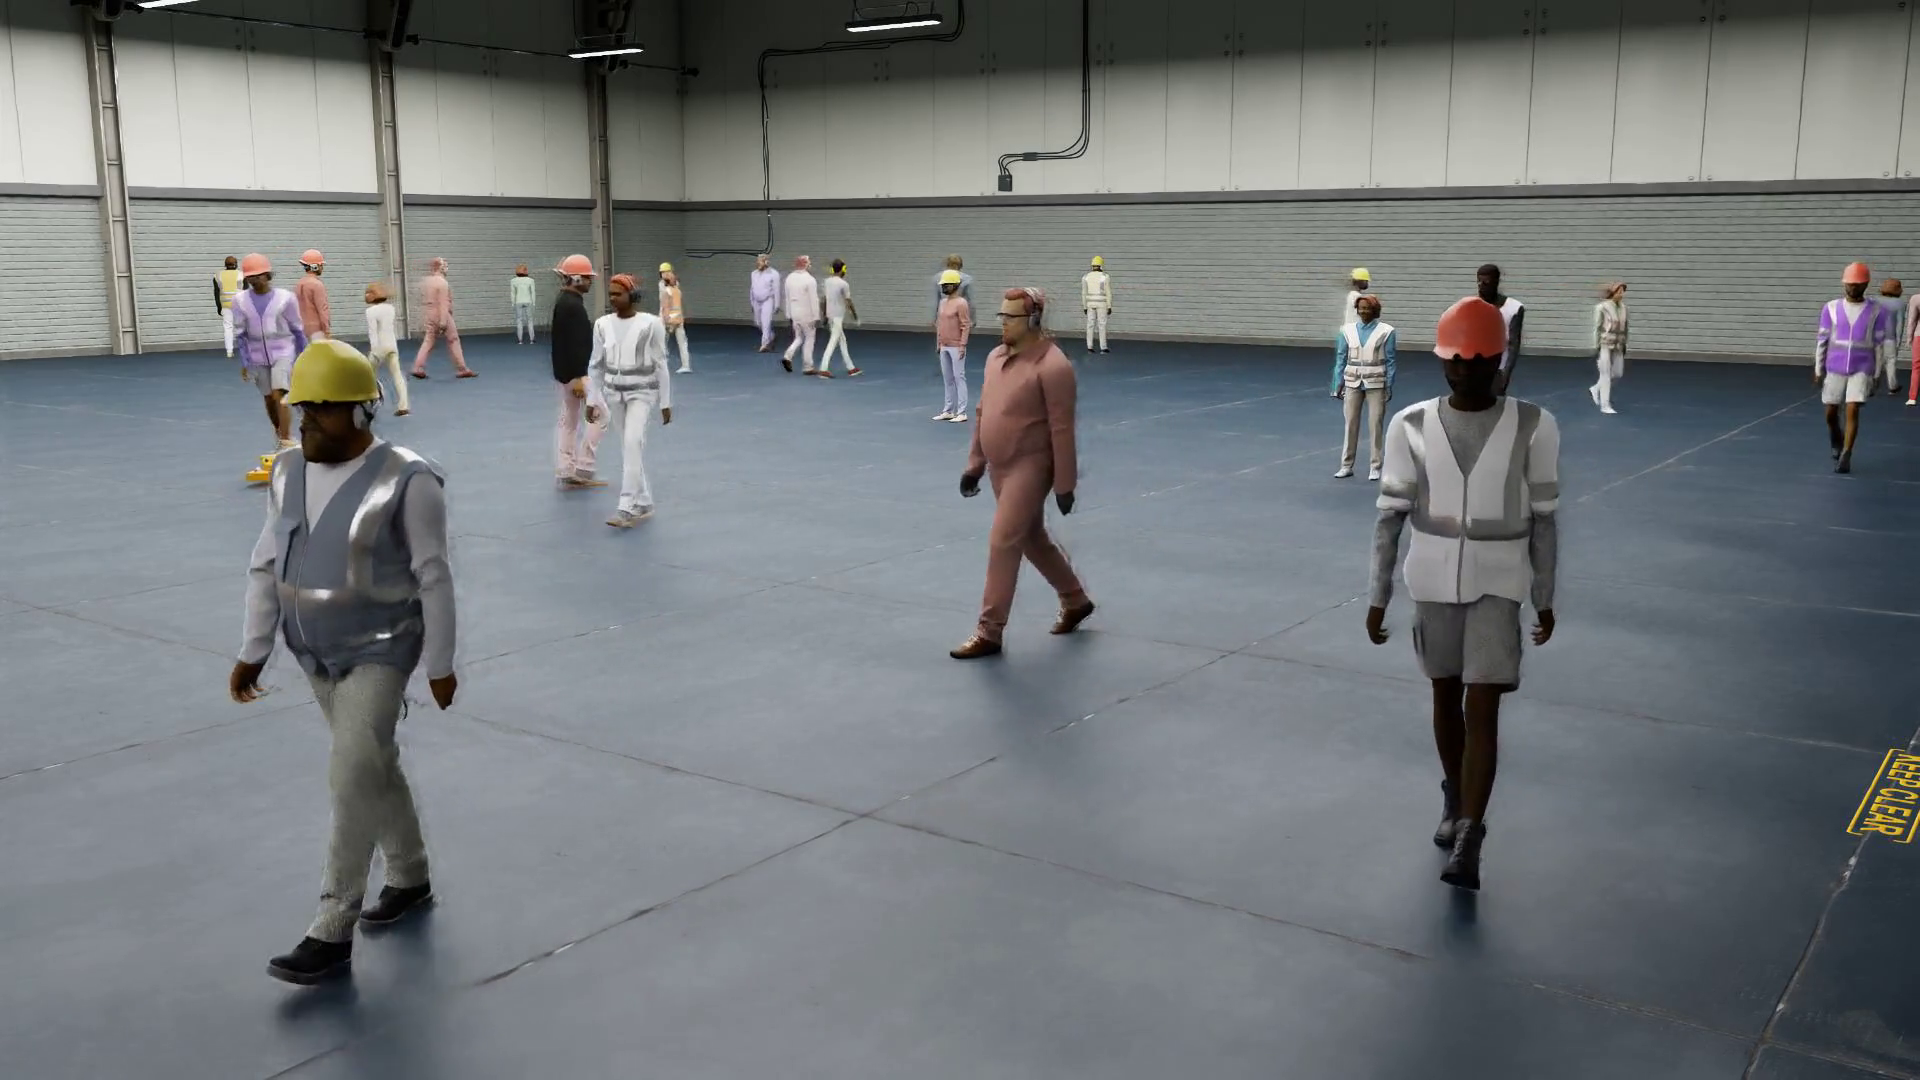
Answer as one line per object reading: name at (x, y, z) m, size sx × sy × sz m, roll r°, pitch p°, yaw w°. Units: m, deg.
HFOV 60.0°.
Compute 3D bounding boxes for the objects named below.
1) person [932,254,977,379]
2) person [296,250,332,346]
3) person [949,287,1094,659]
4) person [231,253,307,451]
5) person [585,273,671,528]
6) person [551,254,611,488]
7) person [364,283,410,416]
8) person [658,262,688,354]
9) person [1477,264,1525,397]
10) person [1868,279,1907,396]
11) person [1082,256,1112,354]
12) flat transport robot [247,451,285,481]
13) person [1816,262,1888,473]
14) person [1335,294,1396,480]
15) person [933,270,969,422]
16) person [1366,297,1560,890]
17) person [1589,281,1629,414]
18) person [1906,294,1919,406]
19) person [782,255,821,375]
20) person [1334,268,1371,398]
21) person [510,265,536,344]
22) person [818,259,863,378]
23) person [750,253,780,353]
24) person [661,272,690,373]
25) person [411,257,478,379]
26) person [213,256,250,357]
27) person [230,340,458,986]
person at (-0.048, -3.433, 25.590) m, size 0.665 × 1.903 × 0.903 m, roll 3°, pitch 11°, yaw 17°
person at (-8.013, -2.604, 20.705) m, size 0.612 × 1.995 × 0.376 m, roll 9°, pitch 13°, yaw 41°
person at (0.349, -0.366, 8.550) m, size 0.973 × 1.864 × 0.641 m, roll -6°, pitch 12°, yaw -29°
person at (-6.614, -1.770, 16.061) m, size 0.614 × 1.997 × 0.831 m, roll -1°, pitch 10°, yaw -3°
person at (-2.492, -1.013, 12.202) m, size 0.594 × 1.845 × 0.892 m, roll 4°, pitch 11°, yaw 20°
person at (-3.178, -1.412, 14.069) m, size 0.550 × 1.975 × 0.652 m, roll -4°, pitch 11°, yaw -23°
person at (-7.006, -2.278, 20.002) m, size 0.826 × 1.597 × 0.520 m, roll 4°, pitch 11°, yaw 22°
person at (-5.447, -4.367, 31.345) m, size 0.489 × 1.719 × 0.624 m, roll 5°, pitch 11°, yaw 26°
person at (4.659, -1.486, 14.737) m, size 0.592 × 1.889 × 0.684 m, roll 6°, pitch 12°, yaw 30°
person at (12.623, -2.753, 22.673) m, size 0.852 × 1.580 × 0.512 m, roll -8°, pitch 13°, yaw -38°
person at (2.596, -4.423, 31.337) m, size 0.588 × 1.837 × 0.403 m, roll 5°, pitch 11°, yaw 28°
flat transport robot at (-5.780, -0.716, 14.955) m, size 0.652 × 0.197 × 1.431 m, roll 0°, pitch 10°, yaw 1°
person at (8.157, -1.586, 15.246) m, size 0.550 × 1.918 × 0.748 m, roll 7°, pitch 12°, yaw 33°
person at (3.568, -1.345, 14.646) m, size 0.523 × 1.638 × 0.311 m, roll 6°, pitch 12°, yaw 31°
person at (-0.106, -2.254, 19.383) m, size 0.310 × 1.768 × 0.533 m, roll -7°, pitch 12°, yaw -36°
person at (1.615, 0.171, 5.423) m, size 0.574 × 1.890 × 0.950 m, roll 5°, pitch 11°, yaw 25°
person at (7.949, -2.370, 20.451) m, size 0.522 × 1.623 × 0.526 m, roll -4°, pitch 11°, yaw -22°
person at (12.366, -2.579, 21.215) m, size 0.523 × 1.766 × 0.315 m, roll 5°, pitch 11°, yaw 24°
person at (-2.475, -3.533, 26.191) m, size 0.500 × 1.892 × 0.659 m, roll -10°, pitch 14°, yaw -44°
person at (5.396, -2.768, 22.358) m, size 0.736 × 1.738 × 0.529 m, roll 2°, pitch 10°, yaw 9°
person at (-9.056, -4.886, 34.498) m, size 0.501 × 1.631 × 0.286 m, roll -2°, pitch 10°, yaw -10°
person at (-1.872, -3.417, 25.742) m, size 0.919 × 1.824 × 0.555 m, roll -8°, pitch 13°, yaw -38°
person at (-3.708, -4.528, 31.806) m, size 0.650 × 1.887 × 0.736 m, roll 6°, pitch 12°, yaw 30°
person at (-4.683, -3.473, 26.643) m, size 0.834 × 1.595 × 0.543 m, roll 5°, pitch 11°, yaw 26°
person at (-7.995, -3.403, 25.561) m, size 0.636 × 1.867 × 0.985 m, roll 10°, pitch 14°, yaw 43°
person at (-13.289, -4.266, 30.442) m, size 0.624 × 1.844 × 0.430 m, roll -2°, pitch 10°, yaw -8°
person at (-1.835, 0.336, 4.790) m, size 0.600 × 1.797 × 0.852 m, roll 5°, pitch 11°, yaw 27°
